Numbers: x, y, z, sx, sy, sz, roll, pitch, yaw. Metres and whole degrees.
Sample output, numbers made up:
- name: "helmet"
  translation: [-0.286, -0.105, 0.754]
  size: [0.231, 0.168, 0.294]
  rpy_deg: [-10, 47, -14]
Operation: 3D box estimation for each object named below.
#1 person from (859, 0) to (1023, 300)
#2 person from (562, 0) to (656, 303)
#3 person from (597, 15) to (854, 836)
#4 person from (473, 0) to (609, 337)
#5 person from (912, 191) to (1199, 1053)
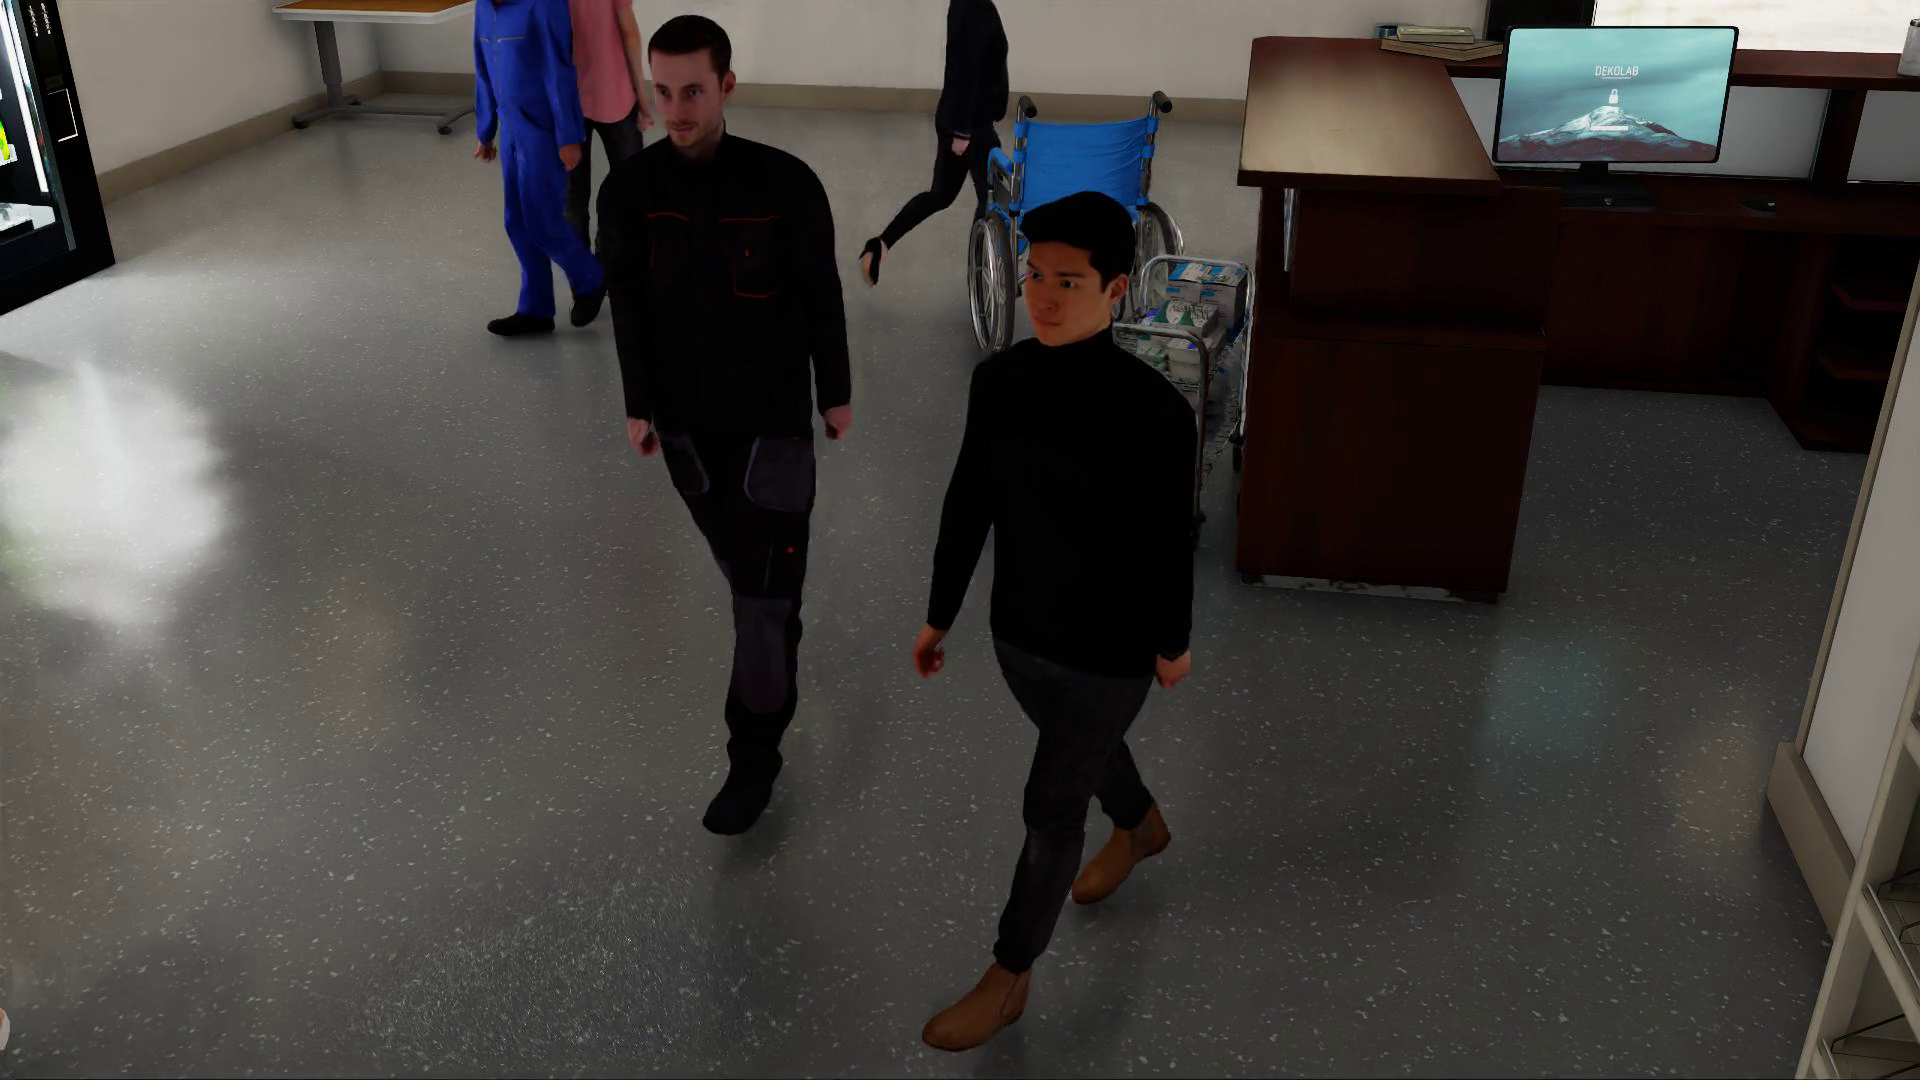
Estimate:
- name: "person"
  translation: [-0.050, -1.831, 7.467]
  size: [0.977, 1.657, 1.062]
  rpy_deg: [-8, 27, -16]
- name: "person"
  translation: [-1.625, -1.911, 7.292]
  size: [0.773, 1.951, 0.754]
  rpy_deg: [-1, 26, -2]
- name: "person"
  translation: [-0.535, -0.313, 4.074]
  size: [0.733, 1.868, 1.234]
  rpy_deg: [4, 26, 9]
- name: "person"
  translation: [-1.741, -1.735, 7.088]
  size: [0.983, 1.812, 0.949]
  rpy_deg: [-18, 31, -33]
- name: "person"
  translation: [0.272, 0.137, 3.351]
  size: [1.206, 1.687, 1.061]
  rpy_deg: [-22, 34, -38]
